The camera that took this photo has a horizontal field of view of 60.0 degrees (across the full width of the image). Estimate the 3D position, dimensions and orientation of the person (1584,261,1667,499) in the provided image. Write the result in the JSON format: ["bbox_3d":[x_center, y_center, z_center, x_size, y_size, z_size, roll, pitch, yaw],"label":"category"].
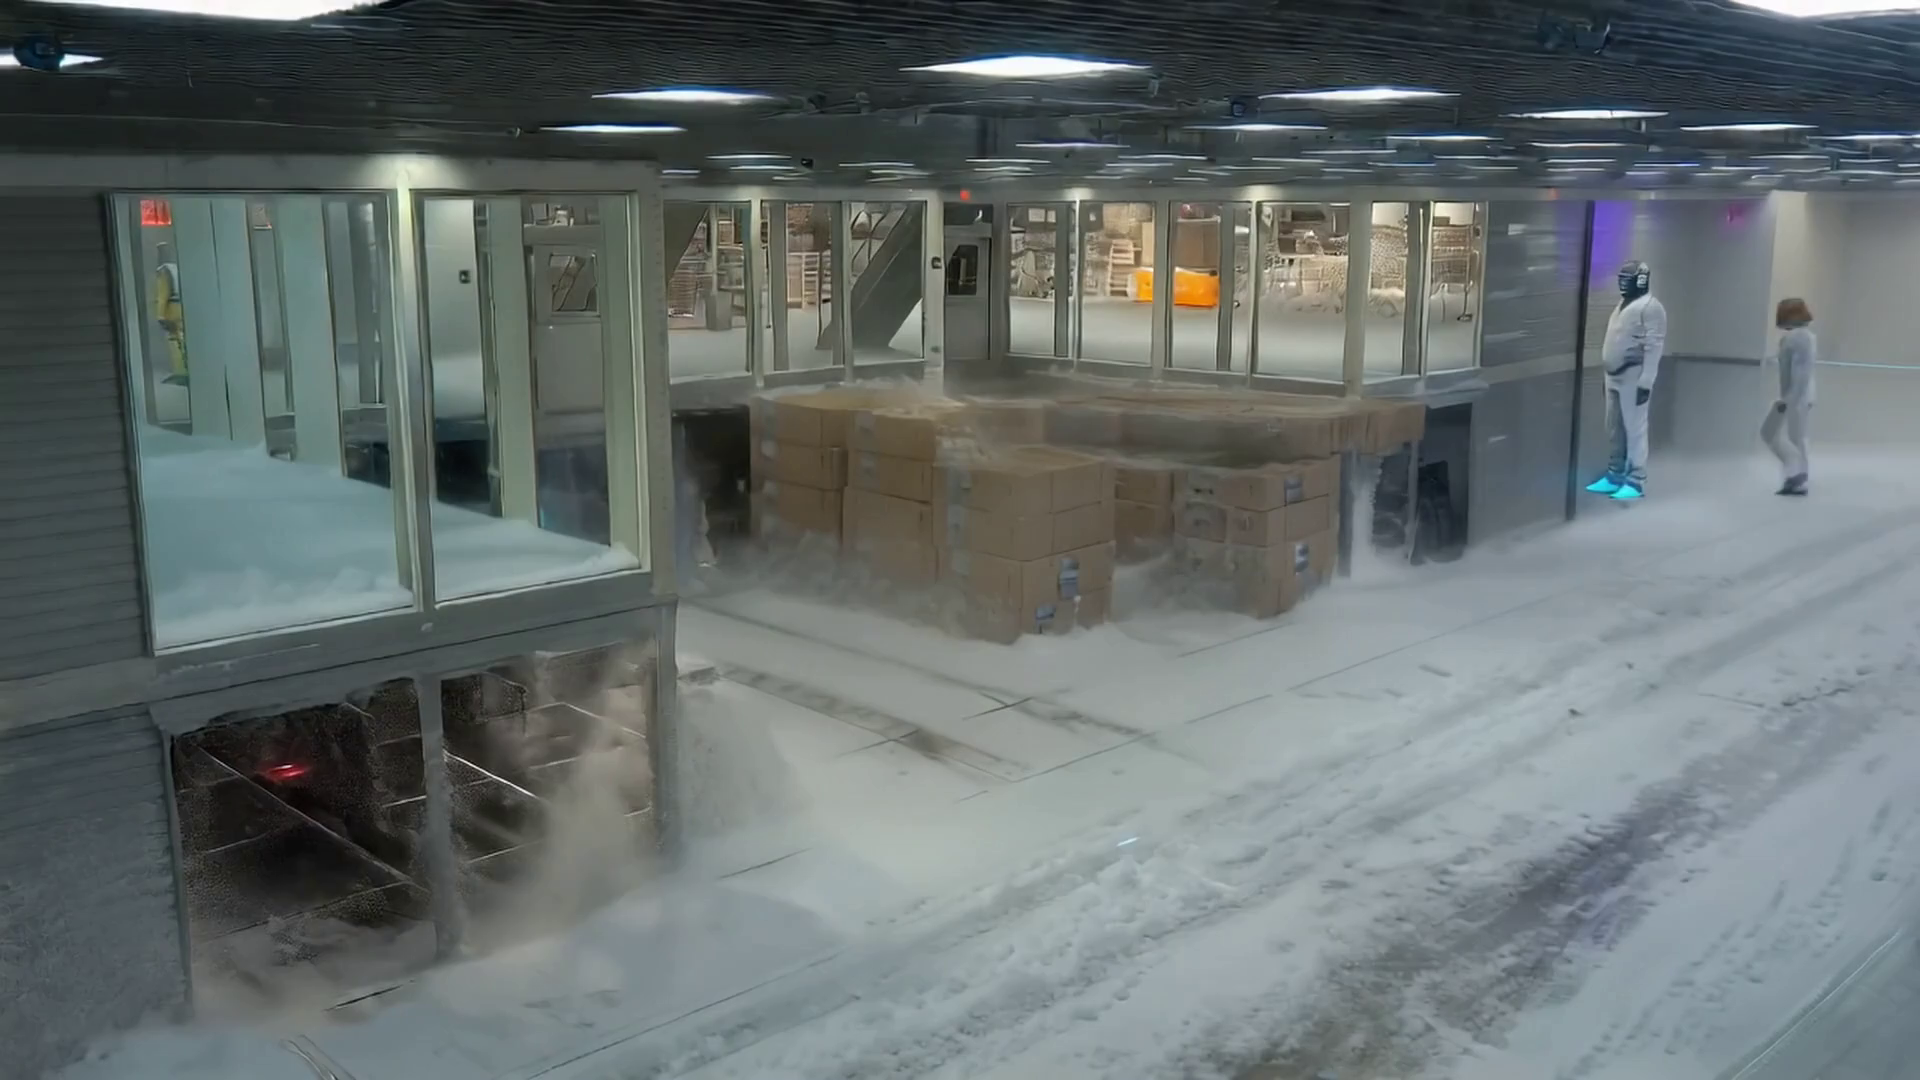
[{"bbox_3d":[5.379,-1.292,13.439,0.408,1.908,0.645,-2,11,-9],"label":"person"}]

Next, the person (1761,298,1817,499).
[{"bbox_3d":[6.706,-1.132,13.374,0.524,1.605,0.402,-8,14,-35],"label":"person"}]
